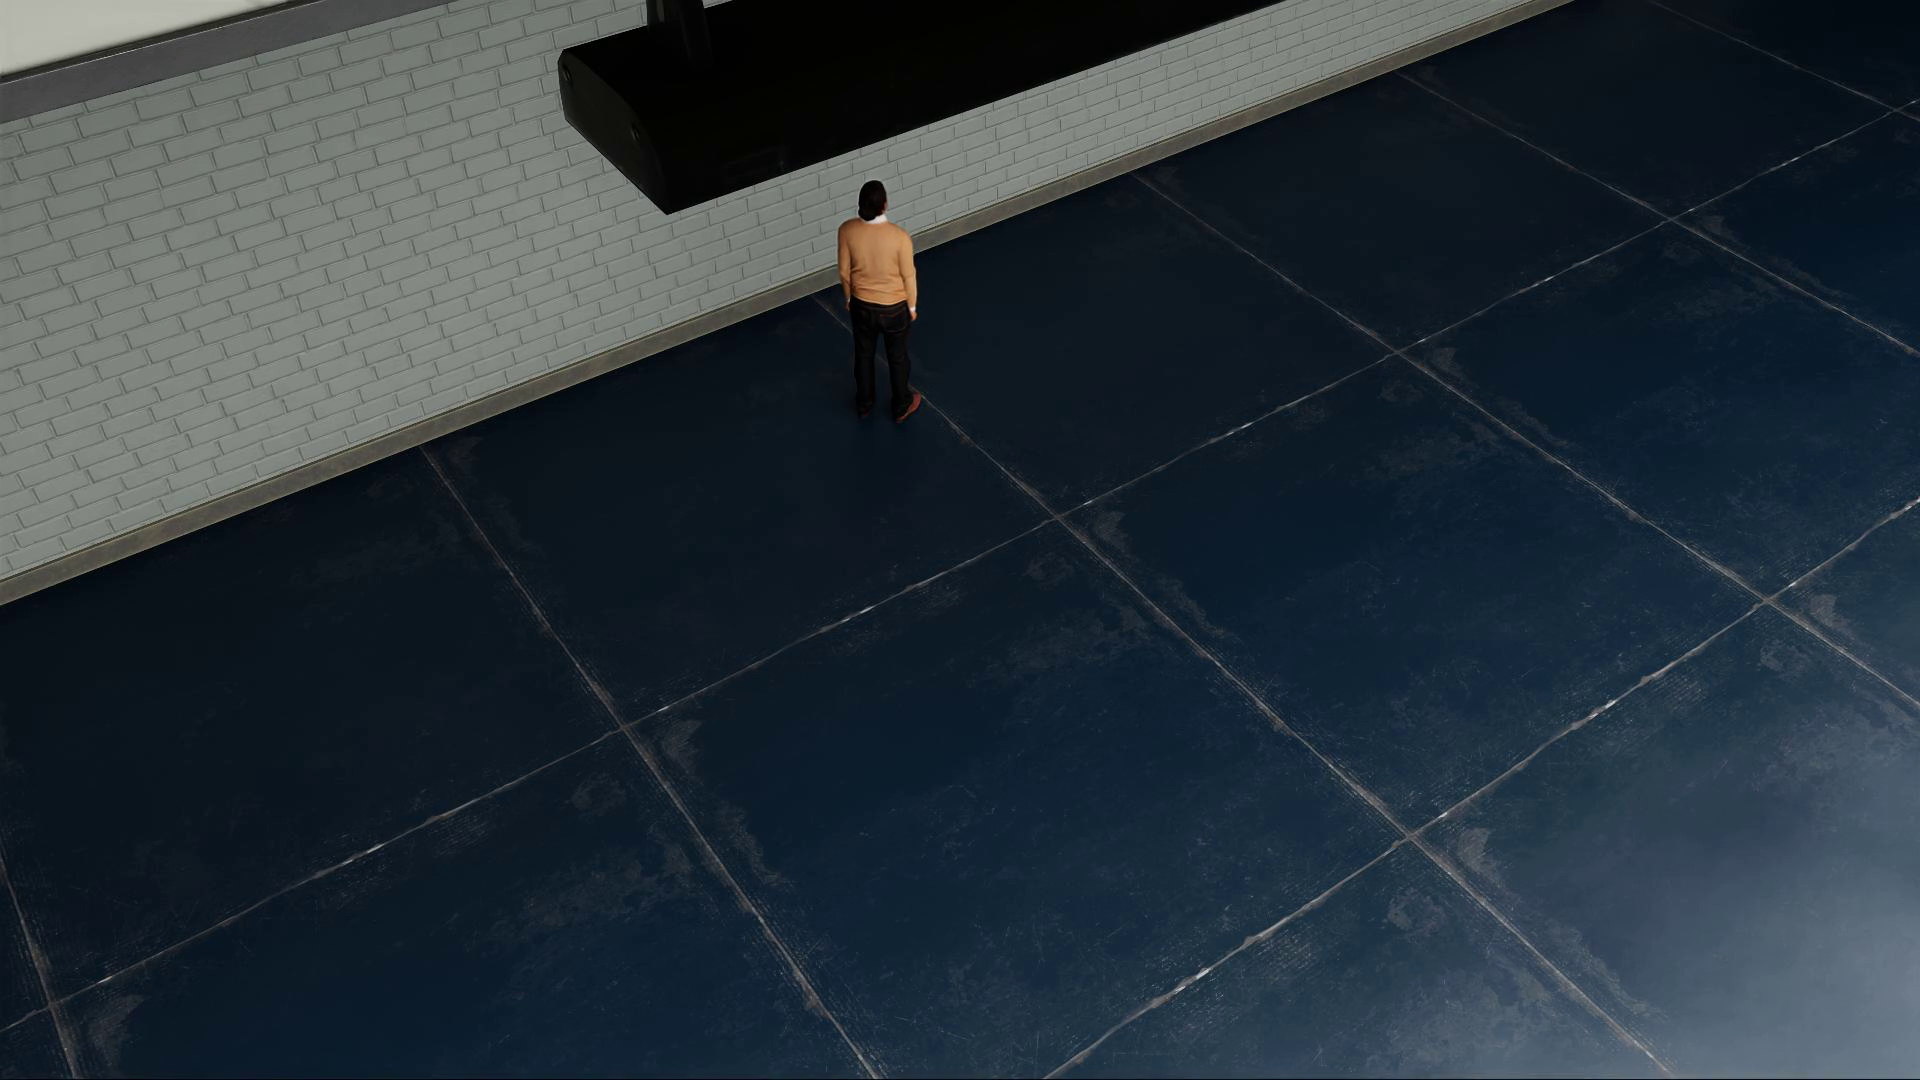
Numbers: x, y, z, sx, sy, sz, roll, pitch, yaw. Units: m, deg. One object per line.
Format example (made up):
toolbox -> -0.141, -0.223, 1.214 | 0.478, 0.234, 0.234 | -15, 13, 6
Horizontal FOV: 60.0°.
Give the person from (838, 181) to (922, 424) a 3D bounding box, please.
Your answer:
person -> -0.512, -1.502, 10.564 | 0.742, 1.754, 0.815 | 10, 44, 10
